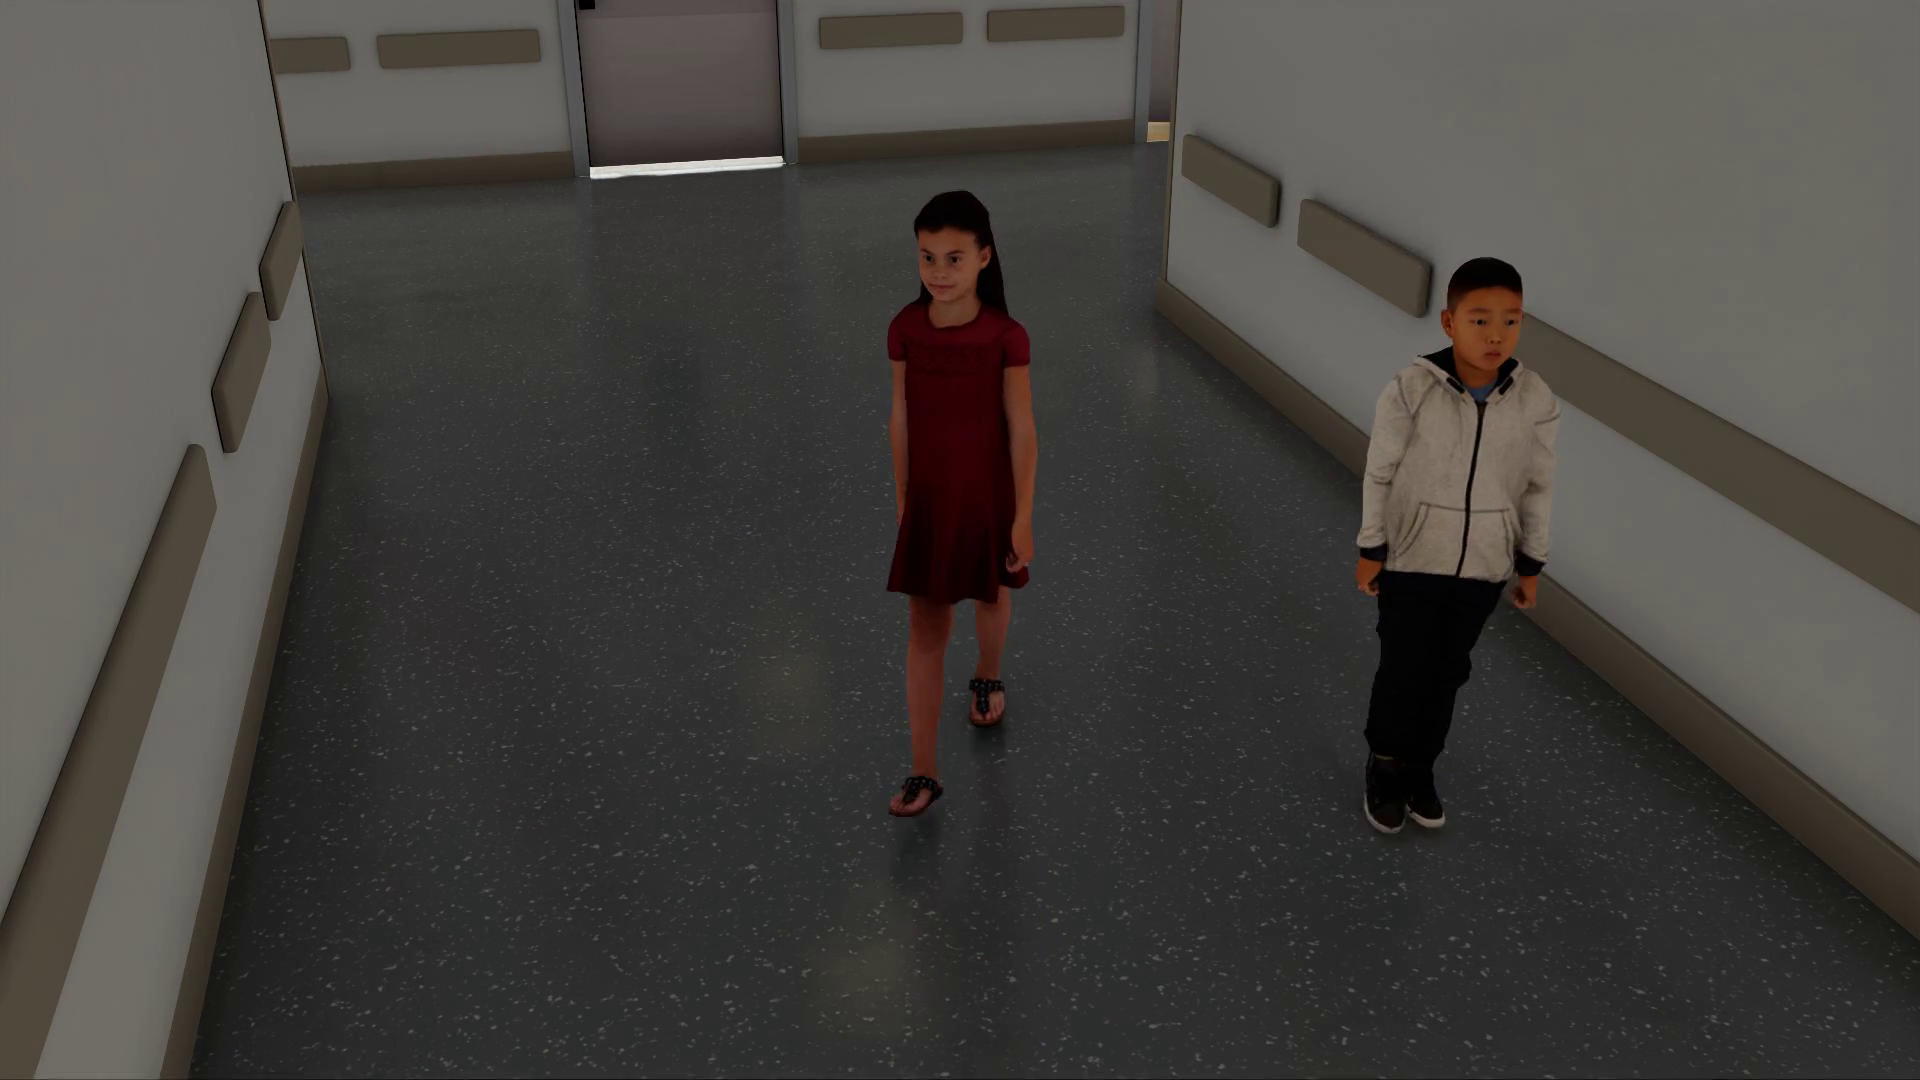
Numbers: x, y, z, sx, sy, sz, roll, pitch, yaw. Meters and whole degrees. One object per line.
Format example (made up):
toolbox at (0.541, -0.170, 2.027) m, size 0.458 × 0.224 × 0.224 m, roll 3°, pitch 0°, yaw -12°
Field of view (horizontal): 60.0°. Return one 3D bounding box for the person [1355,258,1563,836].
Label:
person at (1.148, 0.005, 4.035) m, size 0.499 × 1.450 × 0.689 m, roll -2°, pitch 26°, yaw -5°

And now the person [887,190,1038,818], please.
person at (0.032, -0.127, 4.239) m, size 1.049 × 1.511 × 0.918 m, roll 5°, pitch 26°, yaw 10°
